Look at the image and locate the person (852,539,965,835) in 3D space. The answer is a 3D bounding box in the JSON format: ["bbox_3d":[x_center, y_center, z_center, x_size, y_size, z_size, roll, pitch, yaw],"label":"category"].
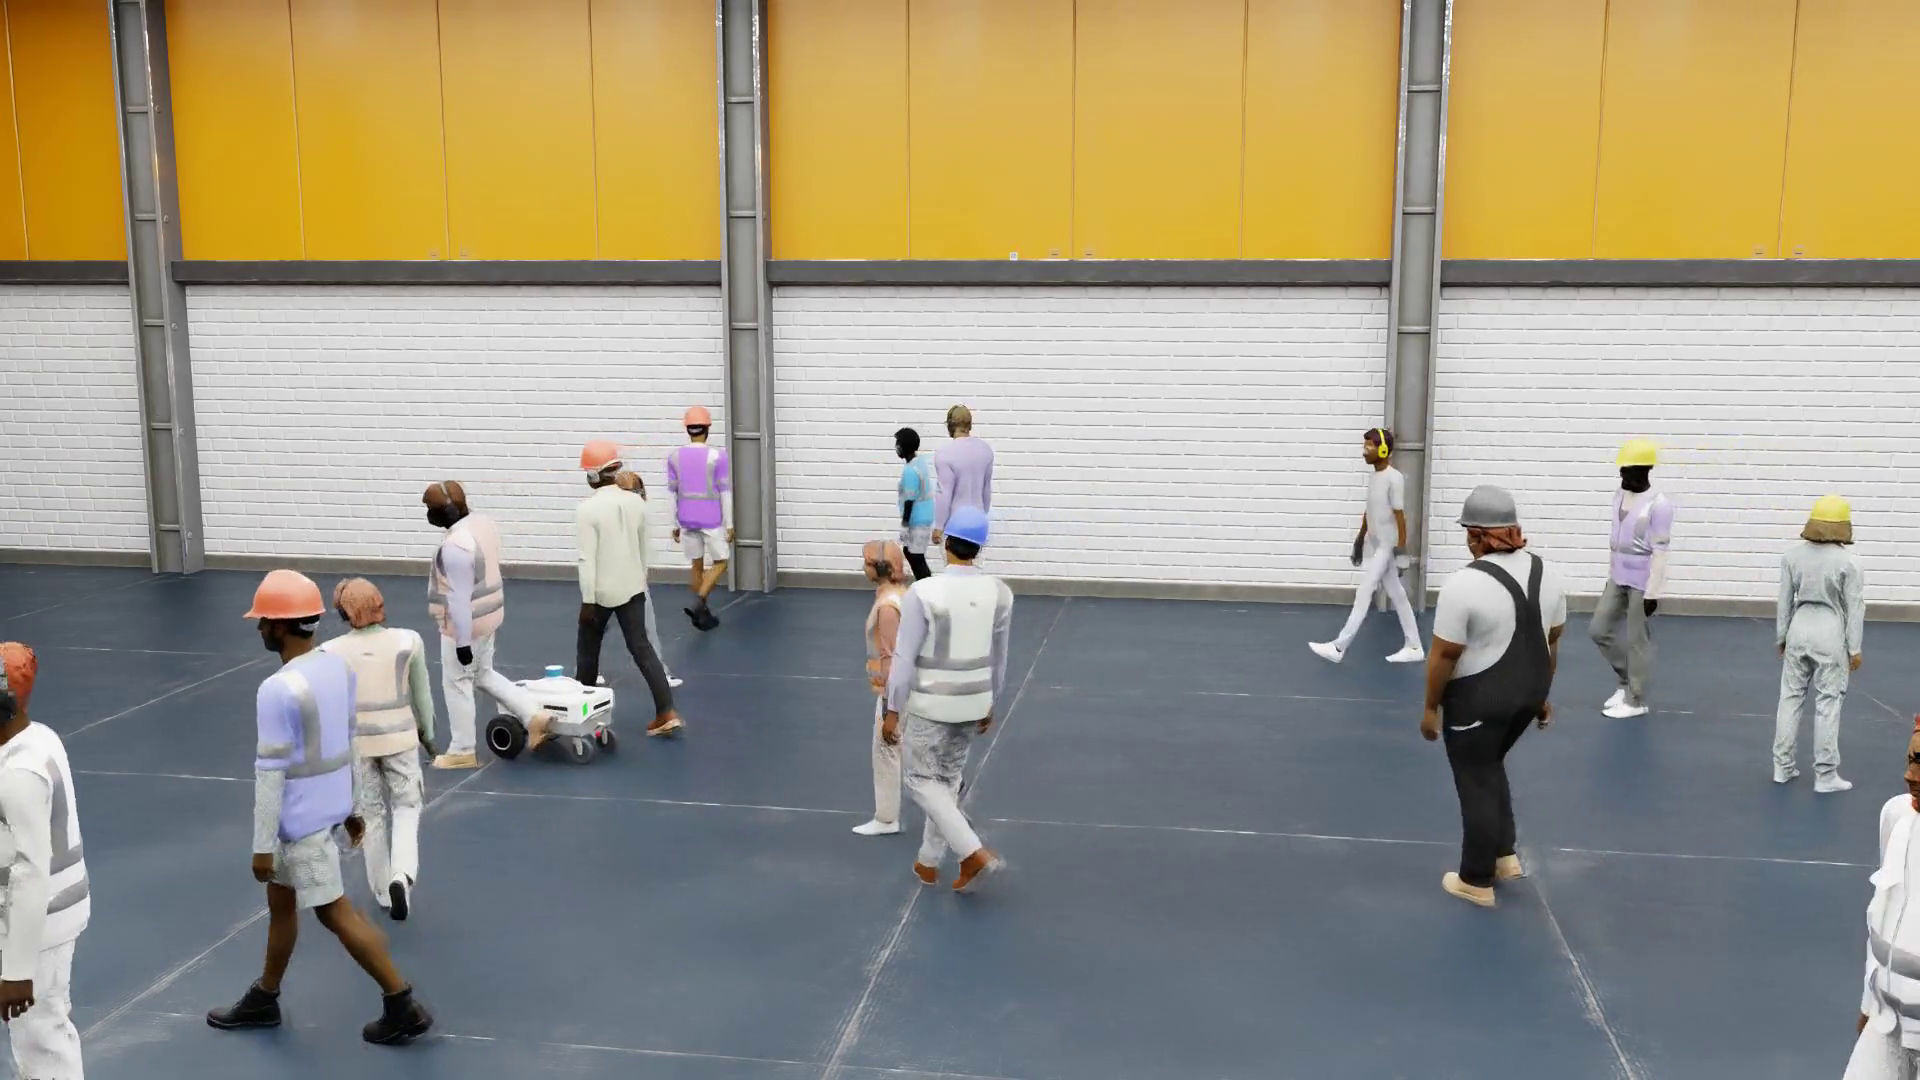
[{"bbox_3d":[-0.289,0.791,8.890,0.523,1.621,0.528,0,9,1],"label":"person"}]

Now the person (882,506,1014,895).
[{"bbox_3d":[-0.040,0.794,8.038,0.664,1.903,0.640,-7,11,-35],"label":"person"}]

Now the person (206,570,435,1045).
[{"bbox_3d":[-2.522,1.050,6.486,0.970,1.896,0.556,1,9,5],"label":"person"}]

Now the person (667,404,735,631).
[{"bbox_3d":[-2.175,-0.165,13.867,0.572,1.922,0.607,3,10,16],"label":"person"}]

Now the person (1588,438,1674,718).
[{"bbox_3d":[4.529,0.266,11.229,0.415,1.914,0.608,-2,9,-12],"label":"person"}]

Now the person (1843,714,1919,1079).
[{"bbox_3d":[2.708,1.366,4.584,0.489,1.872,0.603,-1,9,-7],"label":"person"}]

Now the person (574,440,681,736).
[{"bbox_3d":[-2.230,0.316,10.857,1.029,1.949,0.646,7,11,36],"label":"person"}]

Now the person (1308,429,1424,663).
[{"bbox_3d":[3.160,0.058,12.792,0.993,1.820,0.541,-1,9,-3],"label":"person"}]

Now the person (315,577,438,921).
[{"bbox_3d":[-2.699,0.979,7.725,0.534,1.619,0.561,-4,10,-21],"label":"person"}]

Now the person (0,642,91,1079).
[{"bbox_3d":[-2.973,1.247,5.305,0.362,1.878,0.622,-5,10,-26],"label":"person"}]

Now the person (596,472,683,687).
[{"bbox_3d":[-2.445,0.289,12.113,0.876,1.589,0.512,6,11,31],"label":"person"}]

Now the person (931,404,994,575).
[{"bbox_3d":[0.011,-0.152,13.750,0.356,1.936,0.638,8,12,42],"label":"person"}]

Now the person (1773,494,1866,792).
[{"bbox_3d":[5.042,0.596,9.740,0.322,1.741,0.491,-6,11,-33],"label":"person"}]

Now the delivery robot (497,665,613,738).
[{"bbox_3d":[-2.531,1.030,10.410,0.707,0.478,0.477,4,10,22],"label":"delivery robot"}]

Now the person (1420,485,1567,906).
[{"bbox_3d":[2.506,0.732,7.983,0.712,2.000,0.535,-5,10,-28],"label":"person"}]

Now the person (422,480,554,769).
[{"bbox_3d":[-2.885,0.518,10.031,0.683,1.807,0.692,0,9,2],"label":"person"}]

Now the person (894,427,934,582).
[{"bbox_3d":[-0.390,-0.178,14.750,0.377,1.662,0.631,0,9,2],"label":"person"}]
